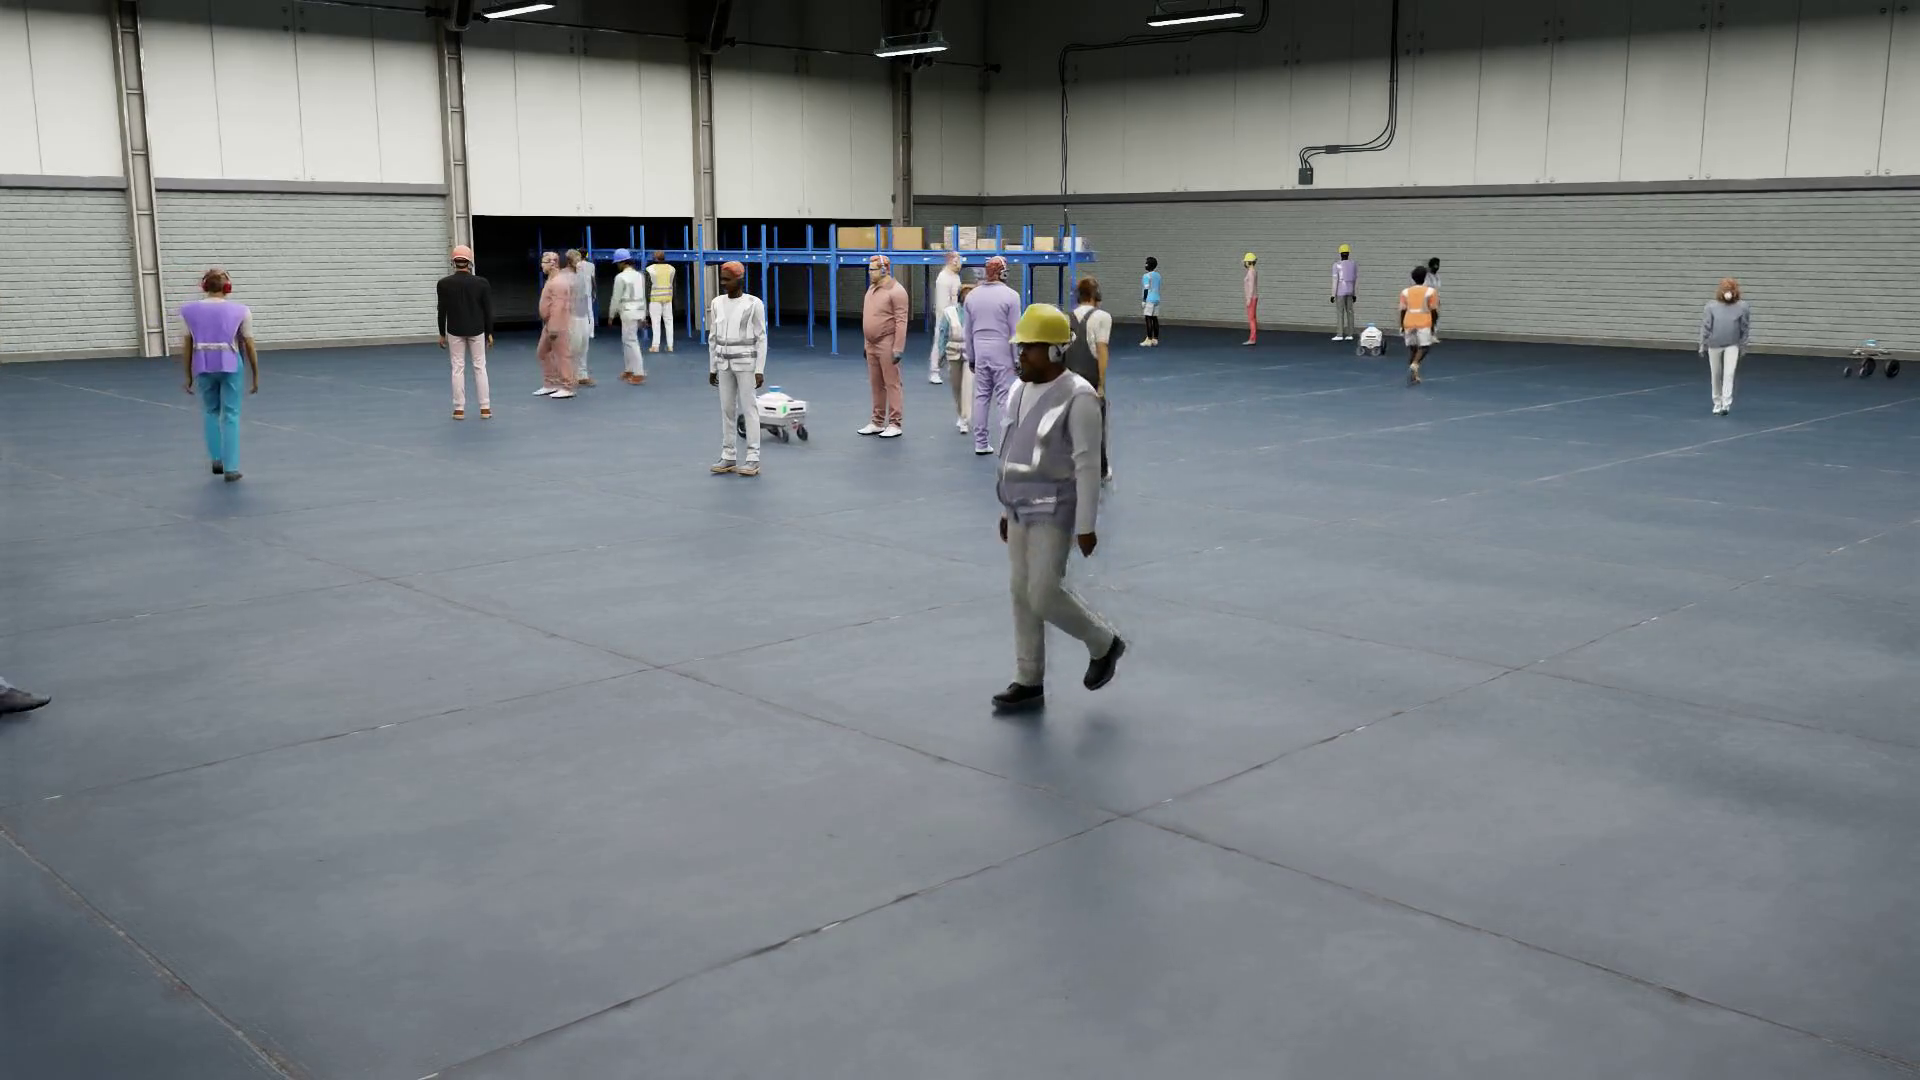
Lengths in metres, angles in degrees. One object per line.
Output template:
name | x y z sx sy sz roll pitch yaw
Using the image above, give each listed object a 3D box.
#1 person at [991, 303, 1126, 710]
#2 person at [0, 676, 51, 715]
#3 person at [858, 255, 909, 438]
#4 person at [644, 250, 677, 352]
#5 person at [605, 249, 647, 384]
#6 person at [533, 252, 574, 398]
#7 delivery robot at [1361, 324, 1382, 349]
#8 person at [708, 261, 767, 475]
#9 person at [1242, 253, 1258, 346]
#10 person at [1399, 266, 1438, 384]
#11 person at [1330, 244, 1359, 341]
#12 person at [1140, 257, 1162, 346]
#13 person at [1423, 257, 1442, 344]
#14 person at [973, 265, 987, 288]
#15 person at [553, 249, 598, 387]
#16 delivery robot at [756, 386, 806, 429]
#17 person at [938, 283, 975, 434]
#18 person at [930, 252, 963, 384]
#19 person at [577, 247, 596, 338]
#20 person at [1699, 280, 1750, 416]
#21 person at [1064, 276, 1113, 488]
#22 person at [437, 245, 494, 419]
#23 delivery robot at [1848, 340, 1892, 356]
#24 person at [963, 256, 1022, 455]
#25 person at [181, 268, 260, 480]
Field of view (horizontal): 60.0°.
person | 0.416 -0.146 7.440 0.536 1.817 0.597 -6 12 -29
person | -4.592 -0.033 7.174 0.969 1.689 0.528 -5 11 -24
person | -0.829 -2.041 17.541 0.404 1.903 0.636 -8 13 -37
person | -5.469 -4.356 30.325 0.630 1.844 0.429 -7 13 -34
person | -4.798 -3.189 23.774 0.709 1.907 0.604 3 11 18
person | -5.371 -2.792 21.652 0.657 1.887 0.673 -4 11 -20
delivery robot | 7.334 -3.613 29.644 0.477 0.478 0.707 3 11 15
person | -1.983 -1.524 14.768 0.584 1.882 0.337 6 12 28
person | 5.596 -4.650 32.156 0.338 1.763 0.549 3 11 14
person | 6.492 -3.053 23.641 0.542 1.682 0.628 7 13 35
person | 7.718 -4.971 33.452 0.590 1.923 0.384 -4 11 -19
person | 3.647 -4.562 31.835 0.316 1.699 0.540 8 13 36
person | 9.231 -4.732 32.823 0.542 1.684 0.566 -8 13 -37
person | 0.525 -5.573 36.728 0.568 1.926 0.465 -9 14 -41
person | -5.418 -3.099 23.233 0.586 1.924 0.646 3 11 18
delivery robot | -1.936 -1.366 17.391 0.707 0.478 0.477 10 14 42
person | 0.036 -1.998 18.132 0.518 1.603 0.826 2 11 9
person | -0.076 -3.185 23.861 0.763 1.868 0.732 3 11 17
person | -7.792 -5.117 34.435 0.512 1.861 0.314 -6 12 -31
person | 8.988 -2.258 19.579 0.512 1.579 0.878 5 12 26
person | 1.030 -1.274 13.716 0.514 1.765 1.002 6 12 29
person | -5.731 -2.410 19.293 0.621 1.992 0.397 -3 11 -18
delivery robot | 13.697 -2.892 25.004 0.698 0.223 0.335 -4 11 -22
person | 0.357 -1.765 16.015 0.637 1.911 0.403 7 13 35
person | -6.422 -1.446 14.495 0.593 1.824 0.561 -2 11 -10
